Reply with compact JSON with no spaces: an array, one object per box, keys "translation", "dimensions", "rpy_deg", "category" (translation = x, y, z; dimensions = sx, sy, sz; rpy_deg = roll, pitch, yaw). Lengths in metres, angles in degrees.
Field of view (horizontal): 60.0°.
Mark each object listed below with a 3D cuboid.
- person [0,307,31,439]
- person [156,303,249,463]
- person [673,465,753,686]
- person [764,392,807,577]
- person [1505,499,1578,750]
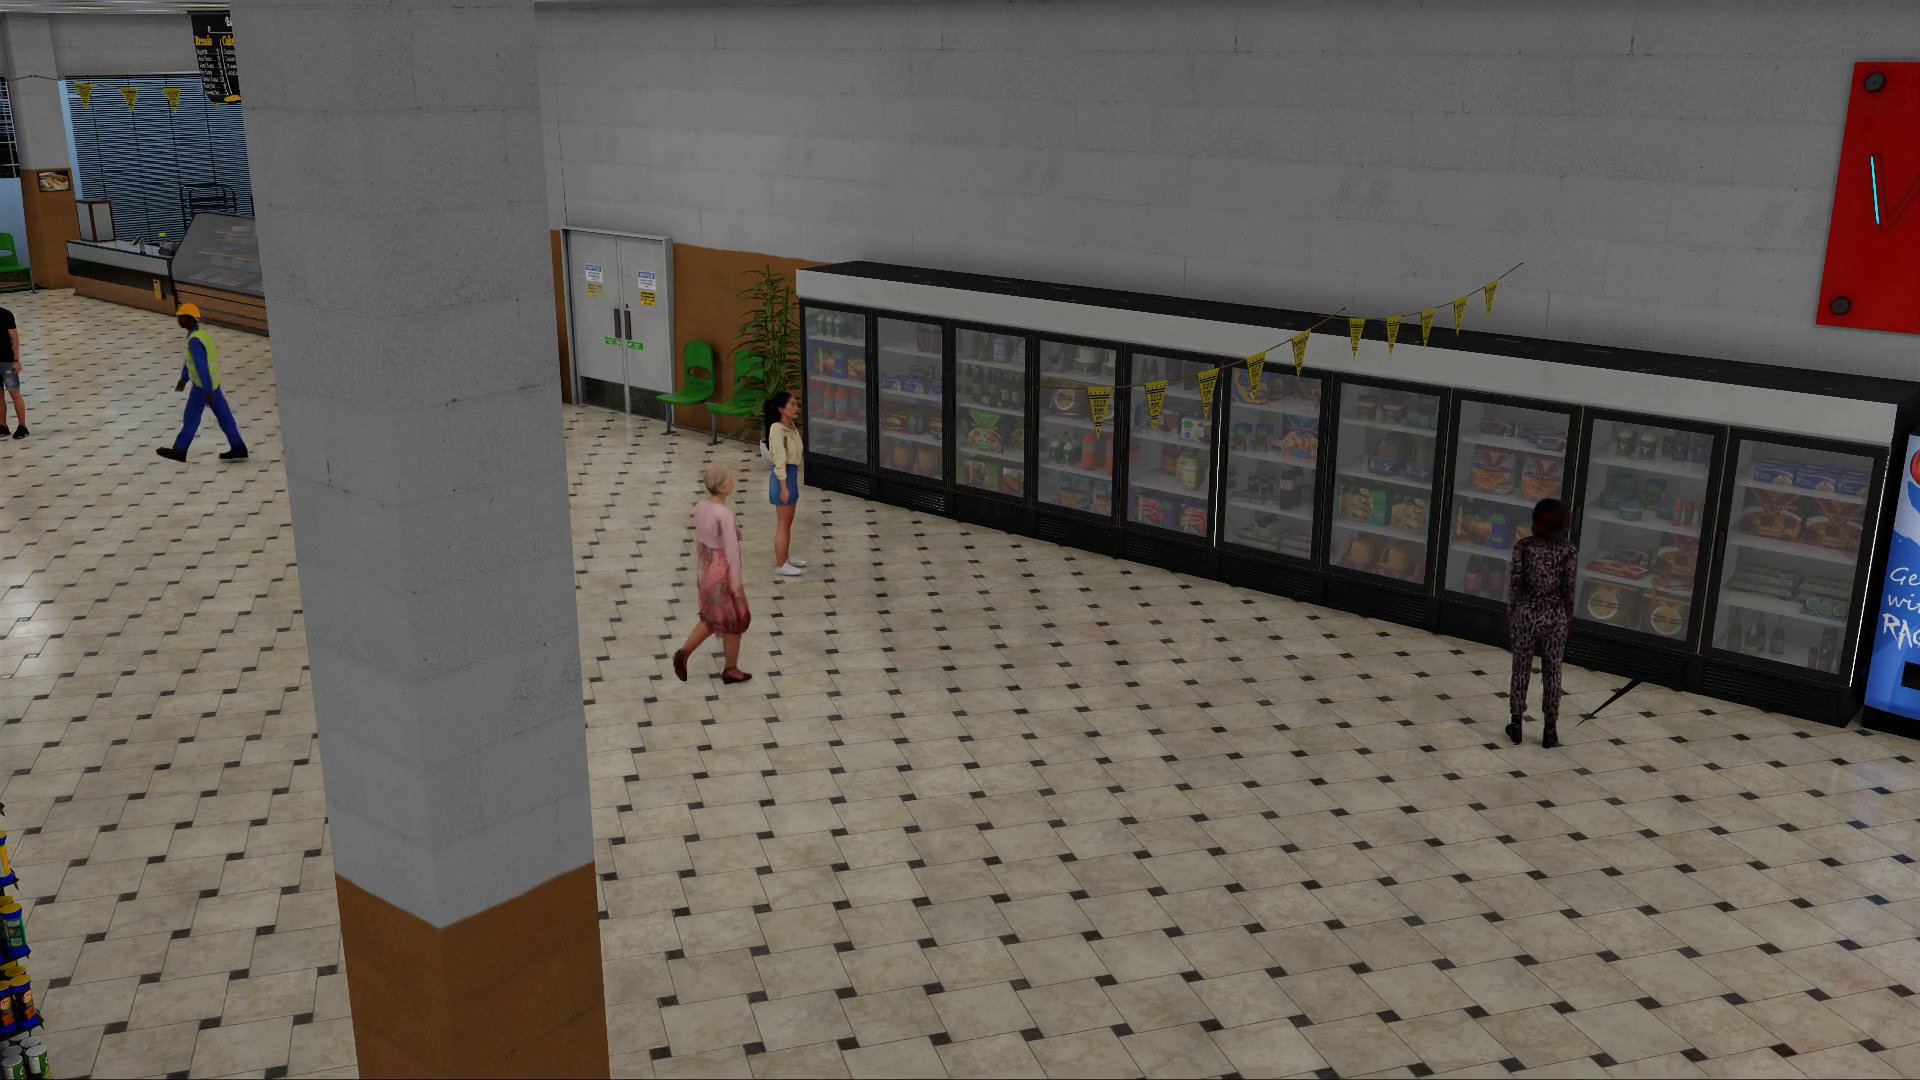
[{"translation":[-11.363,-2.087,19.704],"dimensions":[0.752,1.761,0.783],"rpy_deg":[0,17,1],"category":"person"},{"translation":[-8.284,-1.715,18.461],"dimensions":[1.232,1.771,1.117],"rpy_deg":[-3,17,-10],"category":"person"},{"translation":[-1.800,0.297,12.004],"dimensions":[0.890,1.673,0.654],"rpy_deg":[-15,22,-40],"category":"person"},{"translation":[-1.553,-0.510,14.734],"dimensions":[0.788,1.631,0.690],"rpy_deg":[1,17,5],"category":"person"},{"translation":[3.875,0.545,11.114],"dimensions":[0.678,1.717,0.698],"rpy_deg":[5,18,16],"category":"person"}]
